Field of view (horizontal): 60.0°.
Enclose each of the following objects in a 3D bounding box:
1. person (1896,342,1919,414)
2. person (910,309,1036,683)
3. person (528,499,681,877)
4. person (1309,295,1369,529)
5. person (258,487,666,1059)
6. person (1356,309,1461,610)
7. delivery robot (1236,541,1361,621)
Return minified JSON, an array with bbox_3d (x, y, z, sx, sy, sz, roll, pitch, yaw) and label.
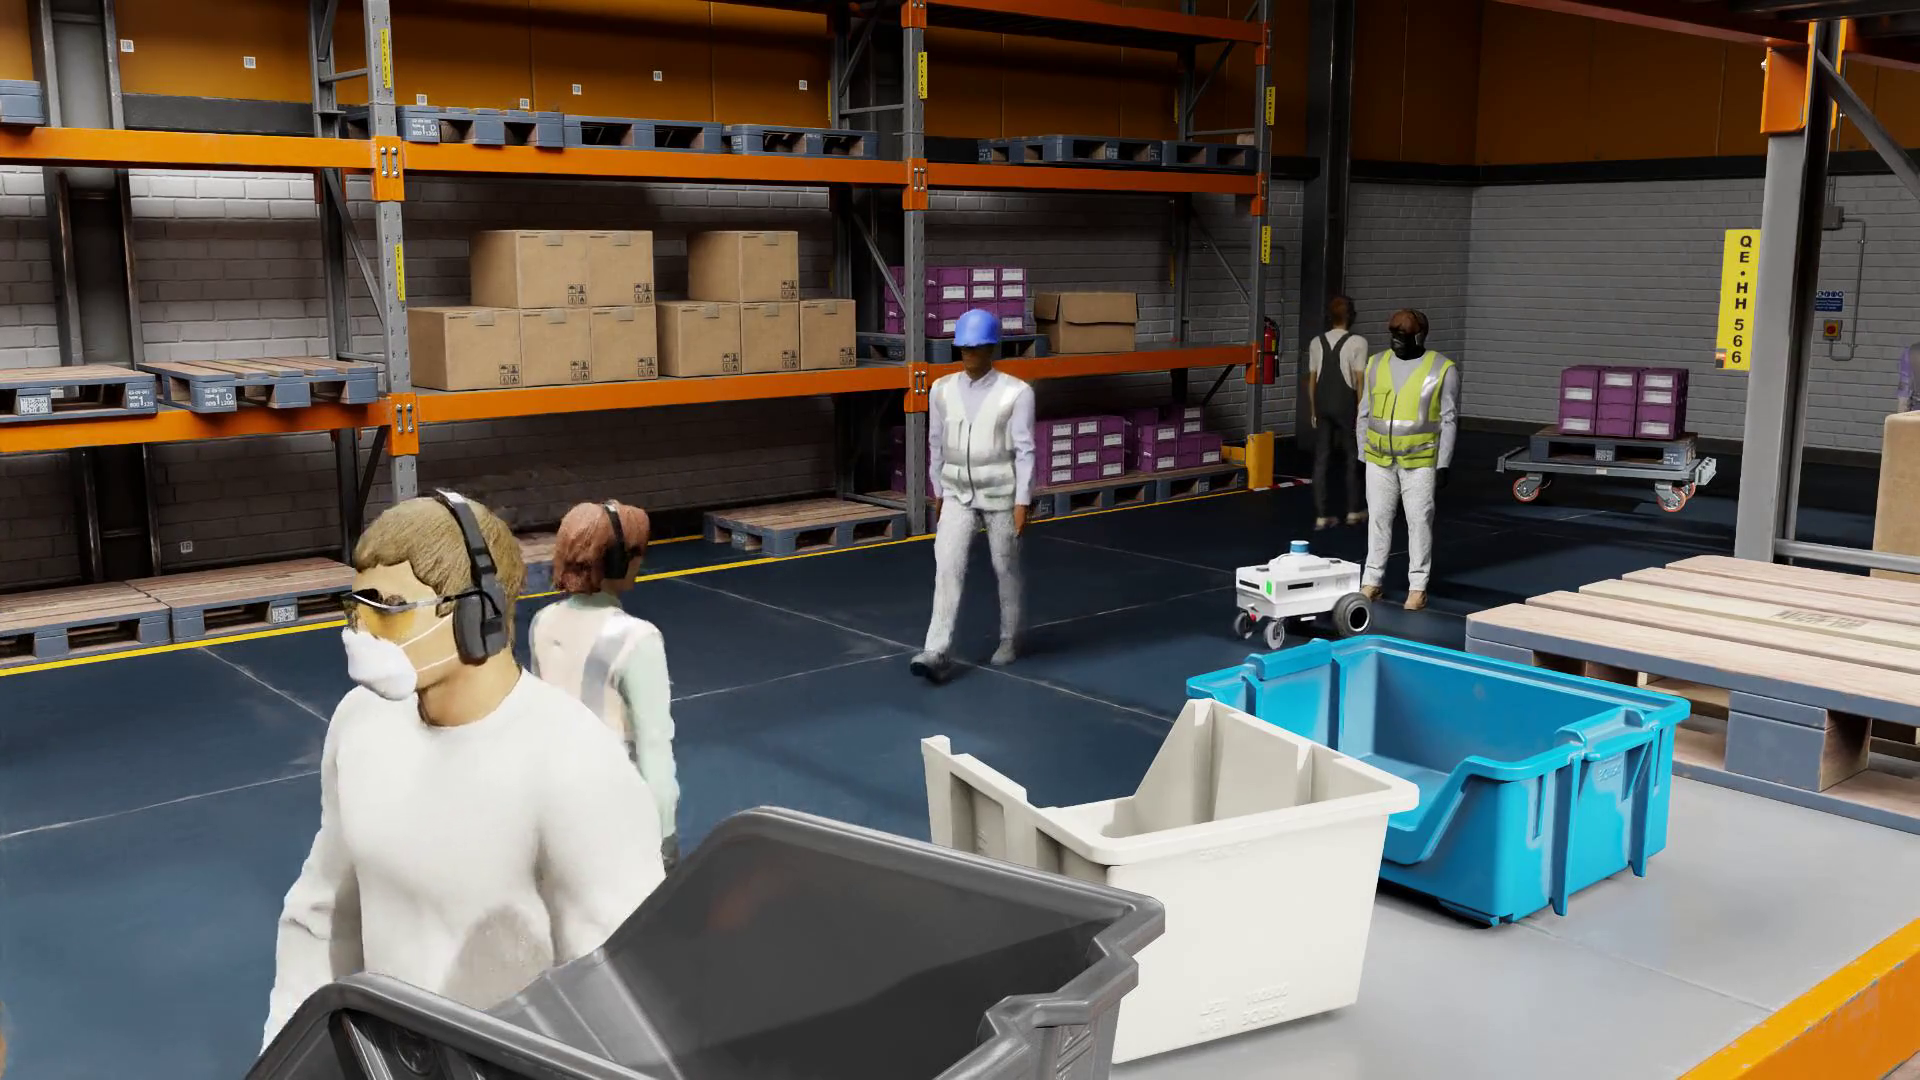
[{"bbox_3d":[6.588,-0.703,11.138,0.587,1.930,0.361,8,13,37],"label":"person"},{"bbox_3d":[0.079,-0.220,8.525,0.637,1.889,1.011,4,11,22],"label":"person"},{"bbox_3d":[-0.944,0.706,4.122,0.691,1.608,0.508,-9,13,-40],"label":"person"},{"bbox_3d":[3.045,-1.013,13.164,0.541,1.822,0.759,8,13,37],"label":"person"},{"bbox_3d":[-0.796,0.886,2.342,0.635,1.899,0.929,10,14,44],"label":"person"},{"bbox_3d":[2.716,-0.491,10.214,0.619,1.839,0.430,7,12,34],"label":"person"},{"bbox_3d":[1.912,0.247,9.403,0.707,0.478,0.477,-5,11,-28],"label":"delivery robot"}]
